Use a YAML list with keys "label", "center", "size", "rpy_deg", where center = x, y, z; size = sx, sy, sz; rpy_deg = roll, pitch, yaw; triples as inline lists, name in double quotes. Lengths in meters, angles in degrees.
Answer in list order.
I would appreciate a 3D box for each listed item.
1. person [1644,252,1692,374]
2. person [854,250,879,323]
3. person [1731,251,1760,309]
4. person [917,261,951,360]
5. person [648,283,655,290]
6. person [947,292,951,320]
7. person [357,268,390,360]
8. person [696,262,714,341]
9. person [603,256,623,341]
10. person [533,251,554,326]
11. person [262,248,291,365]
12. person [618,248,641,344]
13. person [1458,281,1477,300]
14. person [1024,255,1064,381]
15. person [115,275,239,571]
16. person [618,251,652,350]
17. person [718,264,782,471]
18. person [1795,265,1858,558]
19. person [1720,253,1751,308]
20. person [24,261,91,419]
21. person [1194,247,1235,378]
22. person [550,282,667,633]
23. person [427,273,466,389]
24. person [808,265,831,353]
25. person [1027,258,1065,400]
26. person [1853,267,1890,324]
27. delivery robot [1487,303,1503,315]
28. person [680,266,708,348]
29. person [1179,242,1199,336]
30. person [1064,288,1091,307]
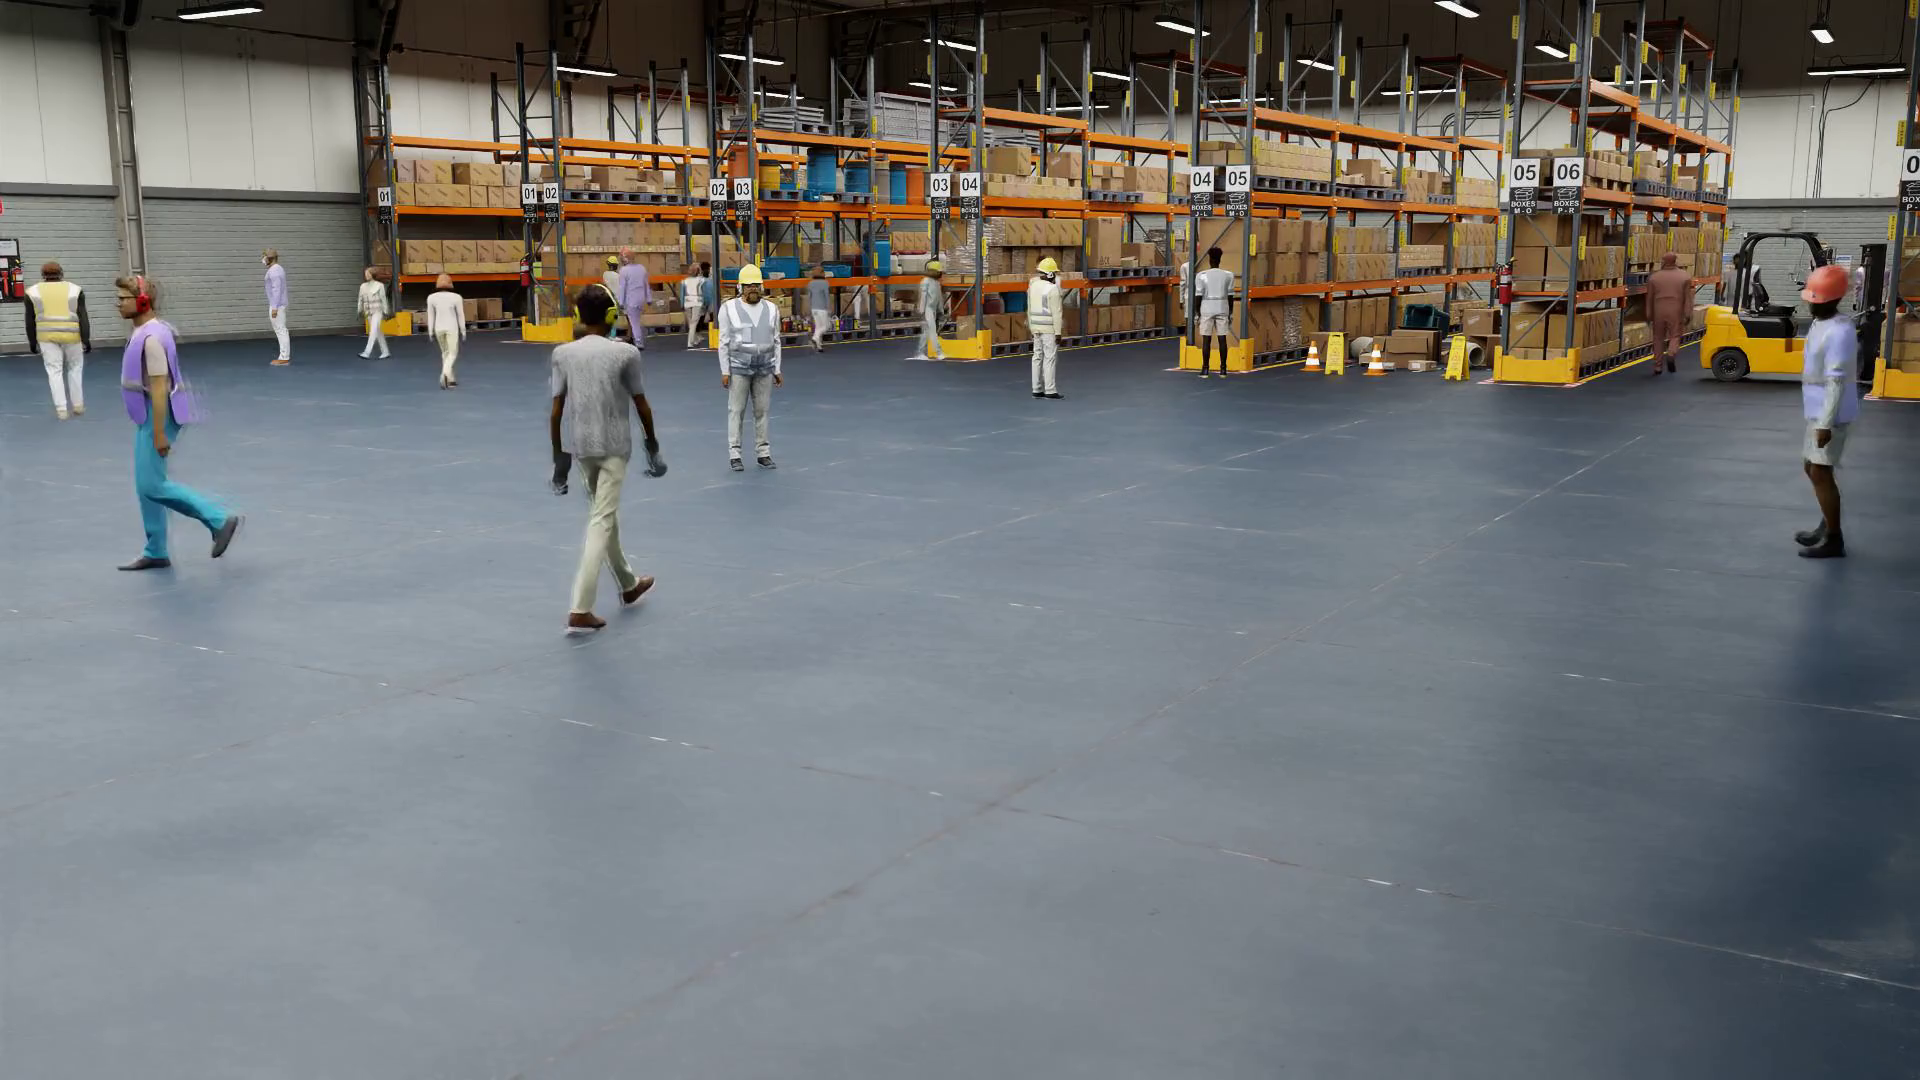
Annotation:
- label: "person"
  center: [10.936, -3.502, 25.717]
  size: [0.680, 1.887, 0.435]
  rpy_deg: [5, 11, 26]
- label: "person"
  center: [-2.423, -6.457, 42.390]
  size: [0.600, 1.841, 0.942]
  rpy_deg: [5, 11, 28]
- label: "person"
  center: [16.463, -5.139, 34.968]
  size: [0.608, 1.865, 1.002]
  rpy_deg: [6, 12, 29]
- label: "person"
  center: [-0.417, -3.959, 28.800]
  size: [0.861, 1.693, 0.500]
  rpy_deg: [6, 12, 30]
- label: "person"
  center: [-7.603, -6.022, 40.326]
  size: [0.555, 1.714, 0.930]
  rpy_deg: [5, 11, 25]
- label: "person"
  center: [-0.116, -6.395, 42.104]
  size: [0.625, 1.829, 0.440]
  rpy_deg: [5, 11, 26]
- label: "person"
  center: [-10.260, -3.940, 28.994]
  size: [0.539, 1.585, 0.853]
  rpy_deg: [5, 11, 24]
- label: "person"
  center: [-5.257, -4.922, 34.330]
  size: [0.529, 1.653, 0.772]
  rpy_deg: [-6, 12, -32]
- label: "person"
  center: [-7.206, -5.005, 34.524]
  size: [0.517, 1.757, 0.335]
  rpy_deg: [9, 13, 40]
- label: "person"
  center: [-9.402, -5.557, 37.385]
  size: [0.624, 1.841, 0.430]
  rpy_deg: [2, 10, 10]
- label: "person"
  center: [-11.356, -3.868, 27.646]
  size: [0.353, 1.936, 0.635]
  rpy_deg: [-3, 11, -16]
- label: "person"
  center: [-6.474, -4.748, 32.577]
  size: [0.374, 1.933, 0.550]
  rpy_deg: [-10, 14, -44]
- label: "person"
  center: [12.705, -6.371, 41.786]
  size: [0.940, 1.901, 0.539]
  rpy_deg: [-5, 11, -26]
- label: "person"
  center: [1.206, -3.258, 24.507]
  size: [0.554, 1.833, 0.845]
  rpy_deg: [5, 11, 25]
- label: "person"
  center: [-4.915, -0.721, 10.306]
  size: [0.612, 1.834, 0.561]
  rpy_deg: [-6, 12, -30]
- label: "person"
  center: [-6.251, -4.531, 31.547]
  size: [0.712, 1.868, 0.714]
  rpy_deg: [7, 13, 36]
- label: "person"
  center: [-1.866, -1.537, 14.879]
  size: [0.586, 1.835, 0.403]
  rpy_deg: [-5, 11, -26]
- label: "person"
  center: [5.564, -0.818, 10.701]
  size: [0.500, 1.887, 0.654]
  rpy_deg: [2, 10, 13]
- label: "person"
  center: [15.624, -4.868, 33.527]
  size: [0.533, 1.846, 0.859]
  rpy_deg: [5, 11, 26]
- label: "person"
  center: [-10.522, -2.341, 19.431]
  size: [0.661, 1.811, 0.829]
  rpy_deg: [-5, 11, -26]
- label: "person"
  center: [3.827, -3.421, 25.057]
  size: [0.603, 1.966, 0.367]
  rpy_deg: [0, 10, -2]
- label: "person"
  center: [-1.890, -0.458, 8.892]
  size: [0.502, 1.816, 0.996]
  rpy_deg: [3, 11, 19]
- label: "person"
  center: [-7.182, -2.918, 23.220]
  size: [0.504, 1.606, 0.759]
  rpy_deg: [1, 10, 5]
- label: "person"
  center: [-2.613, -4.231, 30.561]
  size: [0.514, 1.615, 0.461]
  rpy_deg: [8, 13, 37]
- label: "person"
  center: [1.127, -2.720, 21.508]
  size: [0.404, 1.832, 0.600]
  rpy_deg: [-7, 12, -35]
- label: "person"
  center: [17.260, -4.552, 31.548]
  size: [0.580, 1.918, 0.405]
  rpy_deg: [6, 12, 29]
- label: "delivery robot"
  center: [12.860, -5.513, 40.467]
  size: [0.707, 0.478, 0.477]
  rpy_deg: [-1, 10, -6]
- label: "person"
  center: [-5.167, -4.534, 32.357]
  size: [0.503, 1.585, 0.884]
  rpy_deg: [3, 10, 14]
- label: "person"
  center: [4.286, -4.391, 30.298]
  size: [0.606, 2.036, 0.406]
  rpy_deg: [5, 11, 24]
- label: "person"
  center: [2.774, -5.843, 38.793]
  size: [0.641, 1.918, 0.832]
  rpy_deg: [3, 11, 15]
